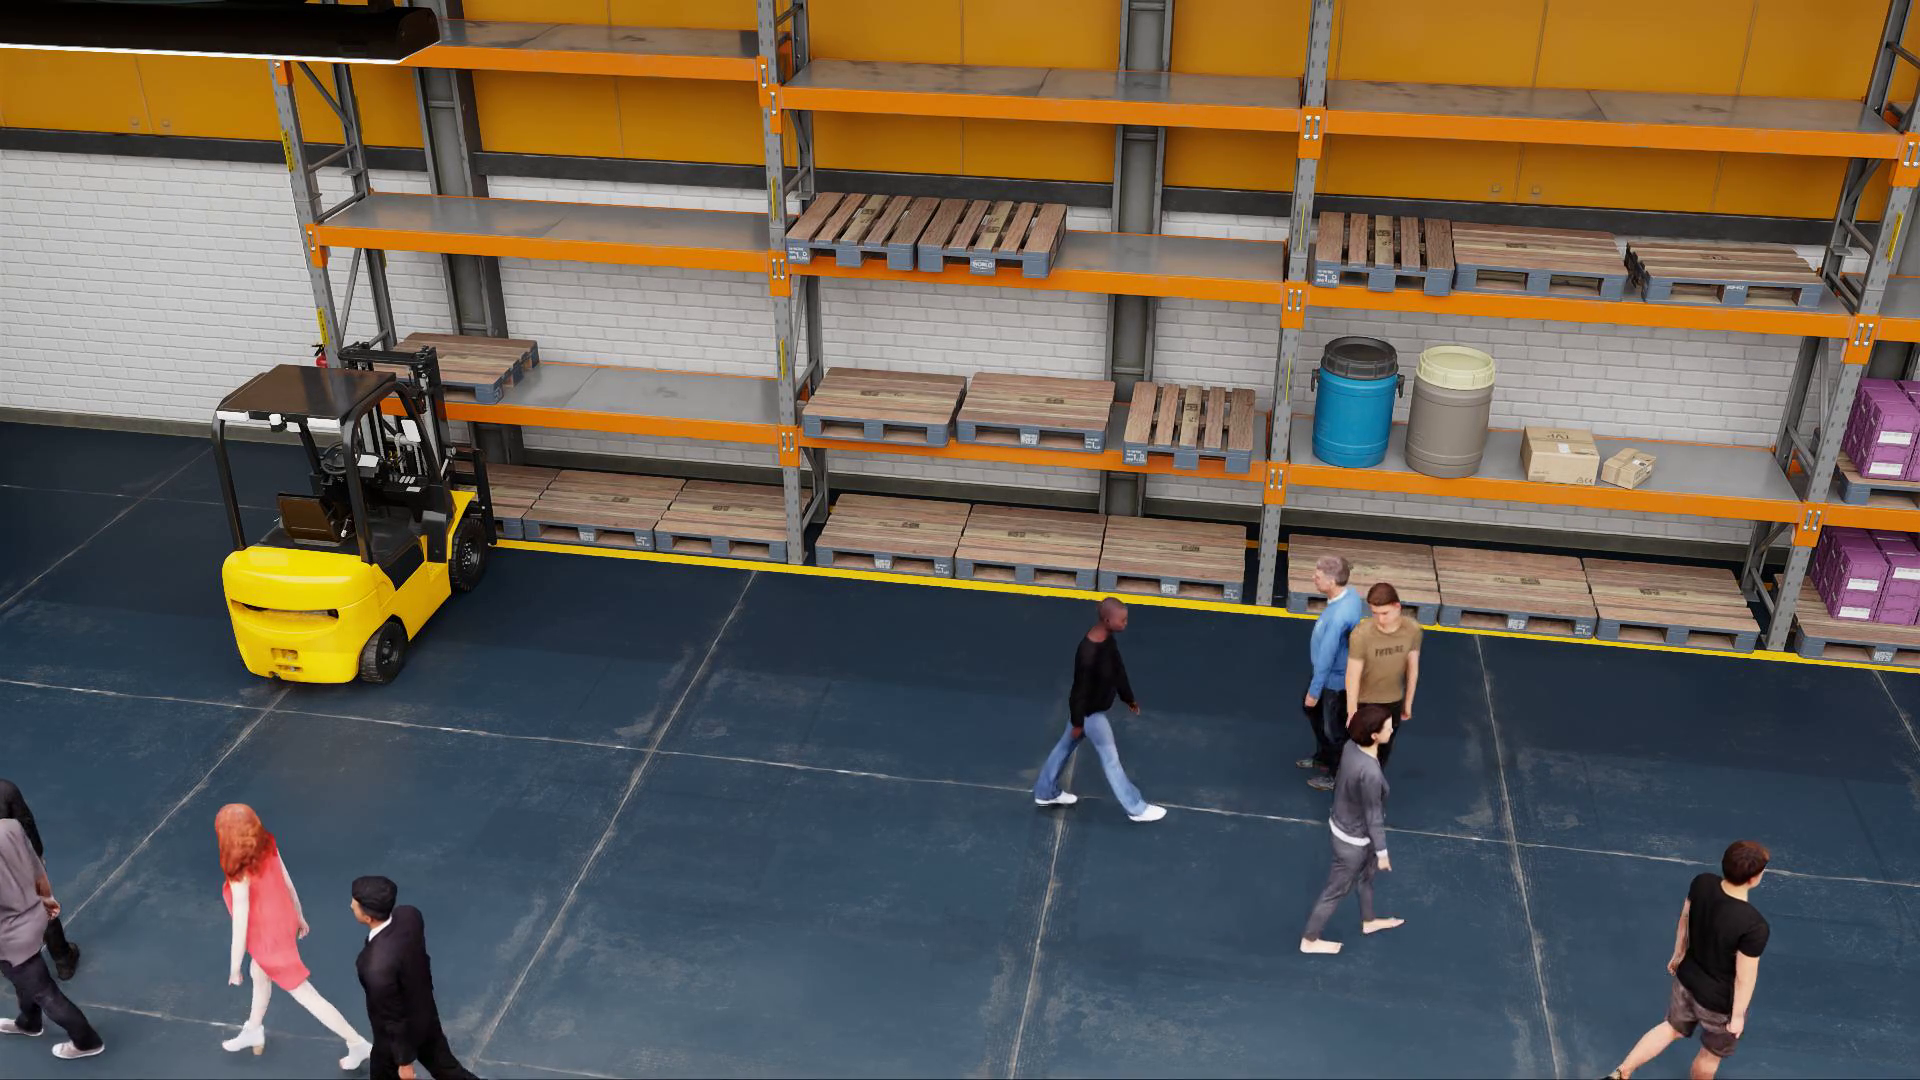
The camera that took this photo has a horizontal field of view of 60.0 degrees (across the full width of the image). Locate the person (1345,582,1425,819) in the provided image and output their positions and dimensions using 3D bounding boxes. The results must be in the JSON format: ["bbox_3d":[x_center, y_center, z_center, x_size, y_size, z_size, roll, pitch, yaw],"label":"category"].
[{"bbox_3d":[2.717,1.065,10.910,0.841,1.822,0.883,-11,30,-19],"label":"person"}]

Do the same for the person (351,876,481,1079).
[{"bbox_3d":[-2.680,2.448,8.351,1.232,1.845,0.800,3,29,5],"label":"person"}]

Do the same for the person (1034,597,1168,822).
[{"bbox_3d":[0.774,1.118,10.949,1.164,1.690,0.714,6,29,11],"label":"person"}]

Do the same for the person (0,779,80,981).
[{"bbox_3d":[-5.479,1.852,9.510,0.707,1.781,0.790,-13,31,-22],"label":"person"}]

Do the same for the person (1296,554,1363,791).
[{"bbox_3d":[2.619,0.908,11.229,0.638,1.792,0.699,4,29,7],"label":"person"}]

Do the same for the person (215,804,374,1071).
[{"bbox_3d":[-3.579,2.182,8.910,1.183,1.776,0.756,0,29,0],"label":"person"}]

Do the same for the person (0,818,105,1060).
[{"bbox_3d":[-5.011,2.110,8.988,0.965,1.828,0.797,-1,29,-1],"label":"person"}]

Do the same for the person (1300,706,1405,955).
[{"bbox_3d":[2.223,1.728,9.775,0.969,1.744,0.765,-2,29,-3],"label":"person"}]

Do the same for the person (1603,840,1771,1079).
[{"bbox_3d":[3.802,2.315,8.596,1.174,1.843,0.987,-9,30,-16],"label":"person"}]
